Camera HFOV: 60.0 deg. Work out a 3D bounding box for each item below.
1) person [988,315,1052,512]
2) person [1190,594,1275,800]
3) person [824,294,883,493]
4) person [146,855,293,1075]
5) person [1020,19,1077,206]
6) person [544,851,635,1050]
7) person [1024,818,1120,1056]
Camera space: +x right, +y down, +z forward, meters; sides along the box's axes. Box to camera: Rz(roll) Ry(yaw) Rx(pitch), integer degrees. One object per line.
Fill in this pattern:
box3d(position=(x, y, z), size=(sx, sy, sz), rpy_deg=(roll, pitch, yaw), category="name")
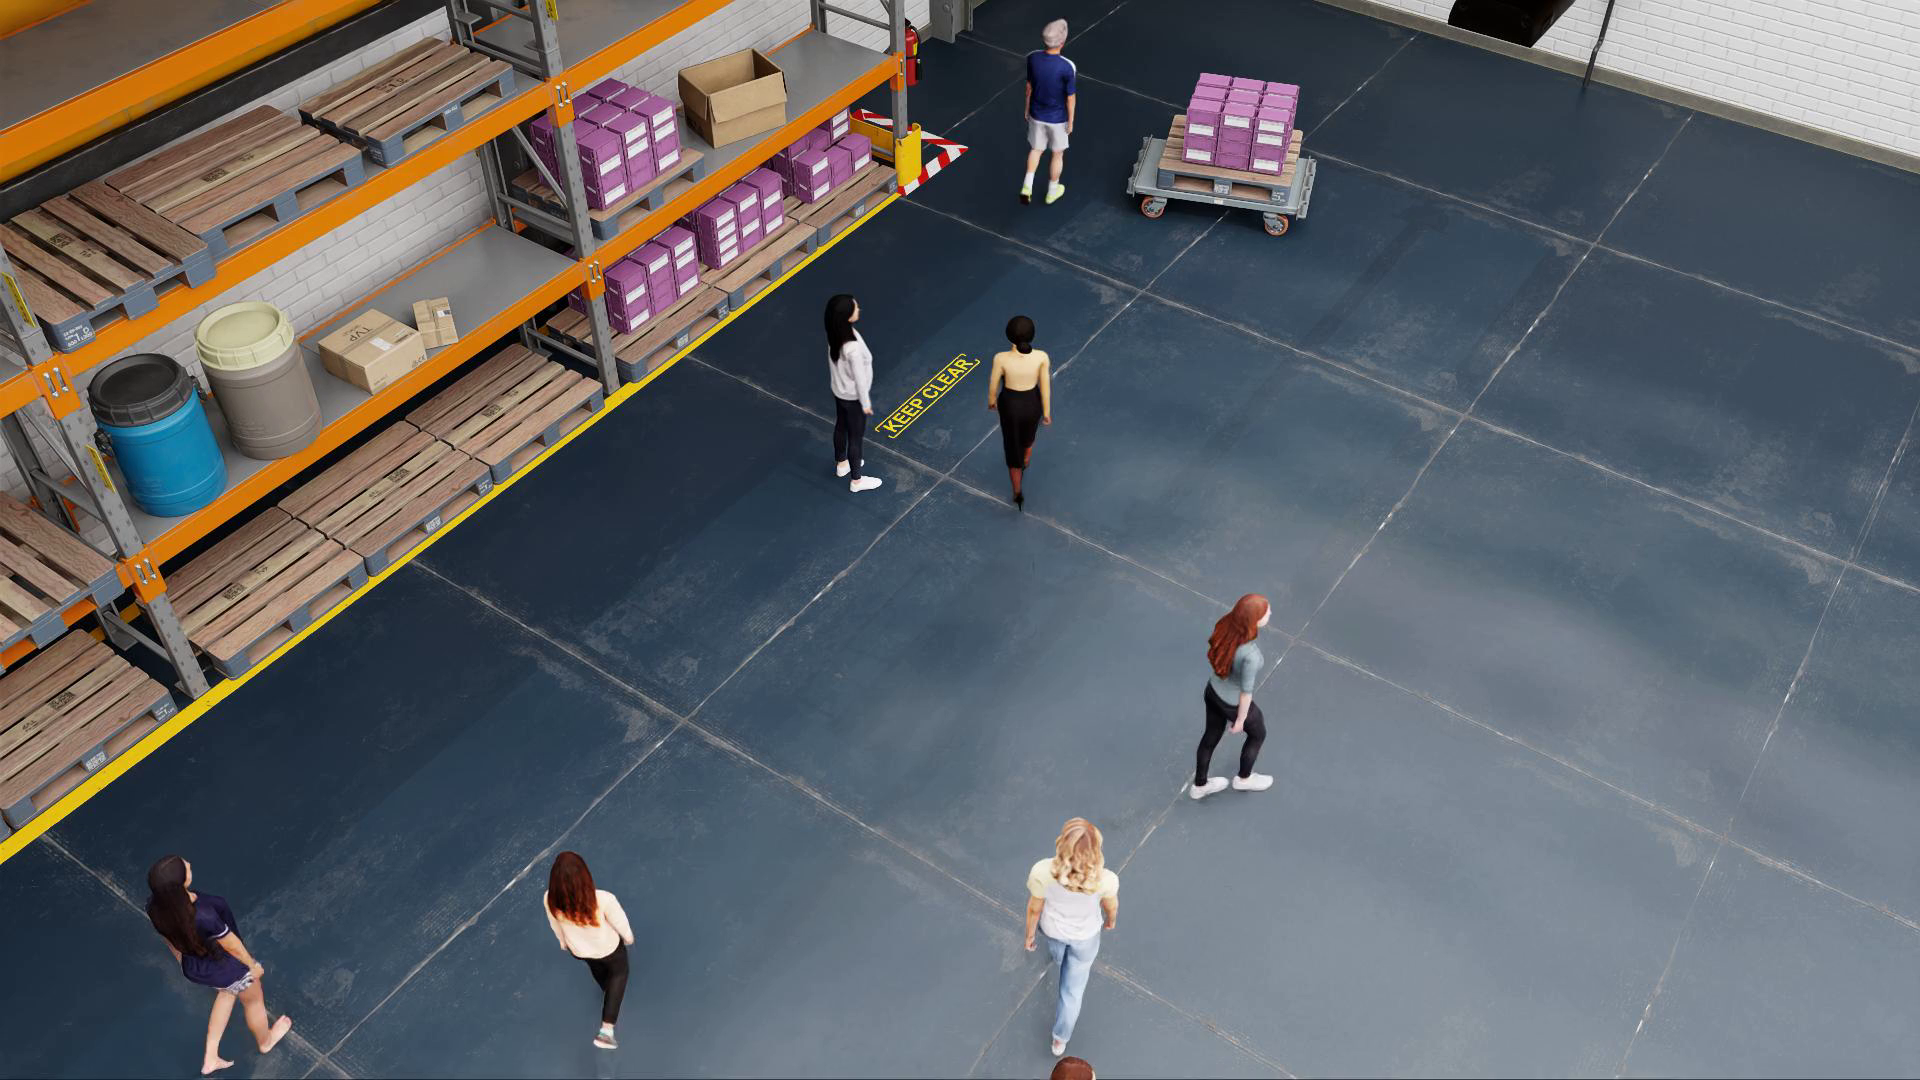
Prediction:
box3d(position=(0.439, -0.874, 12.060), size=(0.867, 1.636, 0.952), rpy_deg=(-2, 44, -2), category="person")
box3d(position=(1.558, 0.982, 10.045), size=(0.872, 1.728, 0.780), rpy_deg=(-16, 46, -16), category="person")
box3d(position=(-0.823, -1.098, 12.249), size=(0.698, 1.700, 0.698), rpy_deg=(-20, 47, -20), category="person")
box3d(position=(-3.915, 2.275, 8.668), size=(0.678, 1.754, 0.822), rpy_deg=(15, 46, 15), category="person")
box3d(position=(0.767, -3.787, 14.984), size=(0.725, 1.821, 0.938), rpy_deg=(19, 47, 19), category="person")
box3d(position=(-1.976, 2.200, 8.954), size=(0.787, 1.469, 0.932), rpy_deg=(5, 44, 5), category="person")
box3d(position=(0.576, 2.159, 8.840), size=(0.944, 1.687, 1.159), rpy_deg=(6, 44, 6), category="person")
